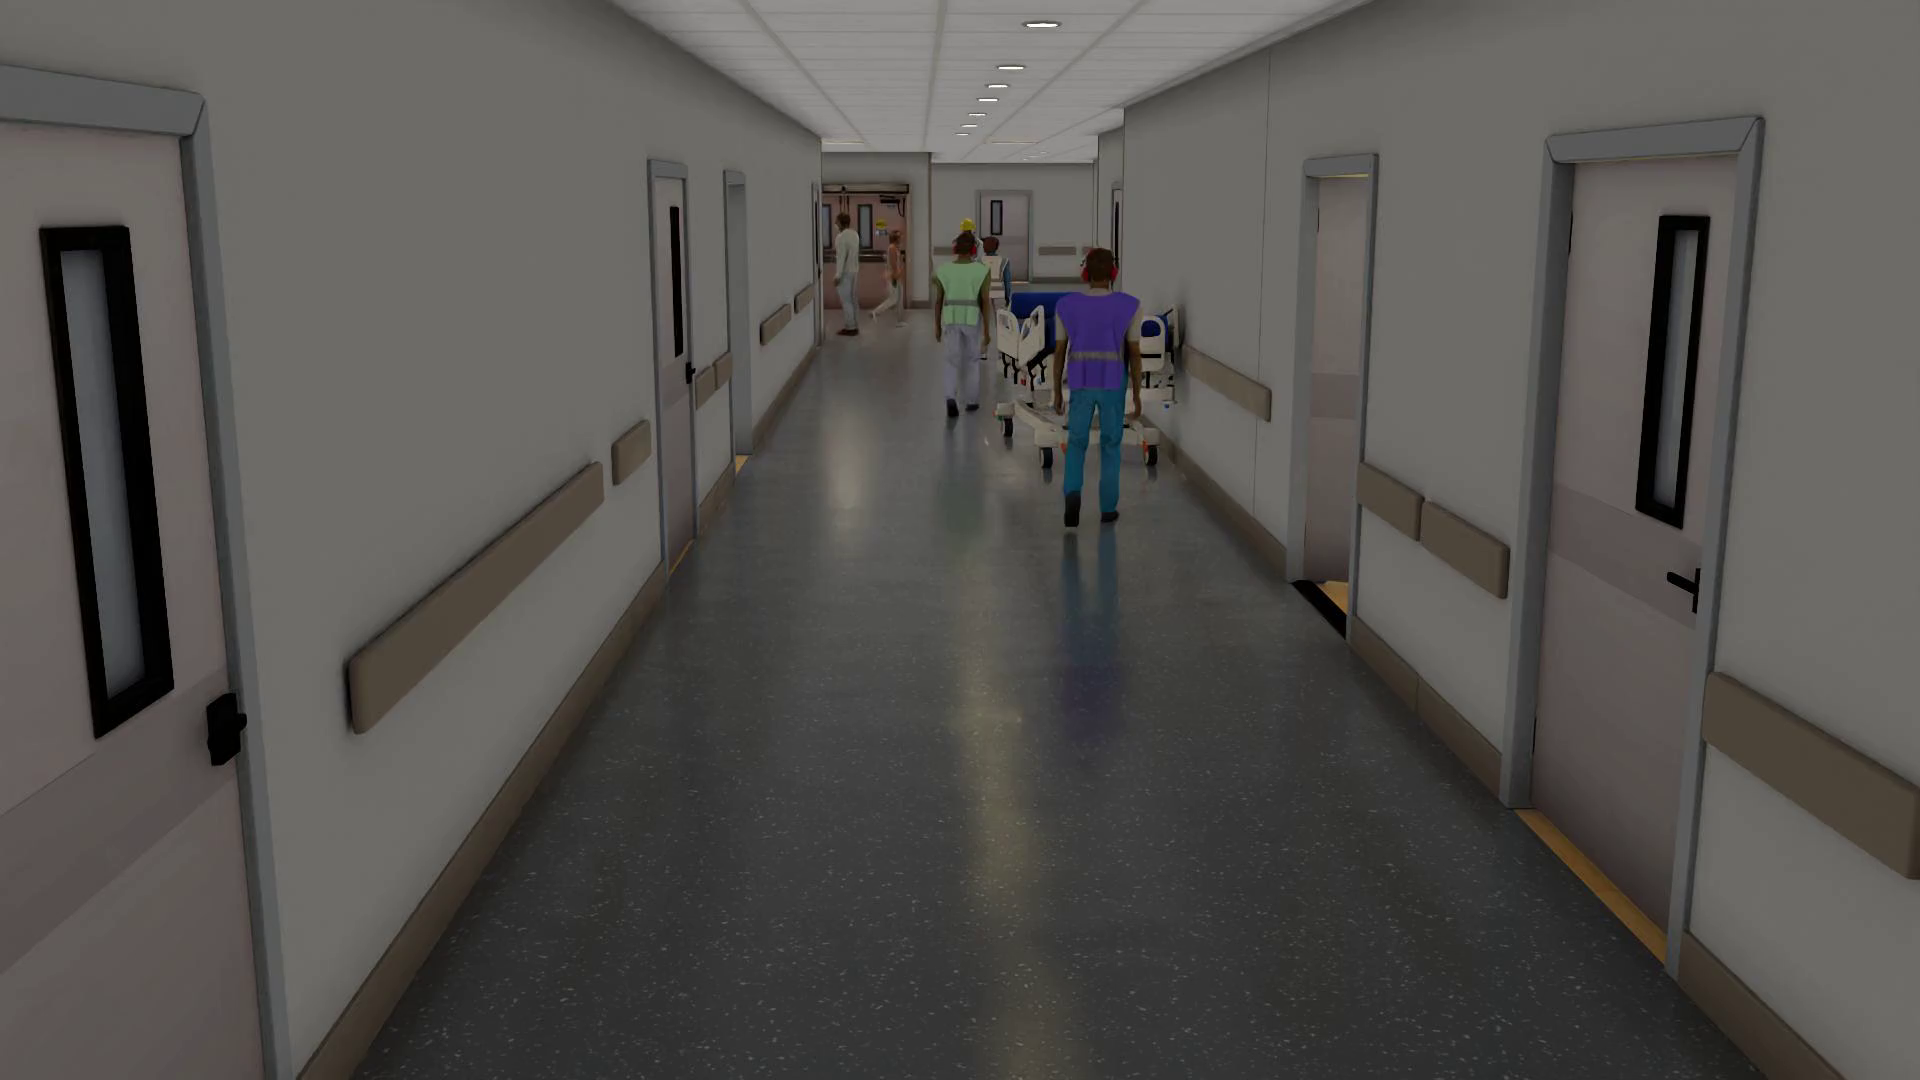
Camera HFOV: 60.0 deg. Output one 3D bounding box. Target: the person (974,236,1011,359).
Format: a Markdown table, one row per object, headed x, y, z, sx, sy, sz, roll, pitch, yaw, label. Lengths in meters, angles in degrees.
| x | y | z | sx | sy | sz | roll | pitch | yaw | label |
| --- | --- | --- | --- | --- | --- | --- | --- | --- | --- |
| 0.419 | -3.226 | 22.206 | 0.518 | 1.636 | 0.312 | -1 | 12 | -5 | person |

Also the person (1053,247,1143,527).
| x | y | z | sx | sy | sz | roll | pitch | yaw | label |
| --- | --- | --- | --- | --- | --- | --- | --- | --- | --- |
| 0.894 | -0.980 | 10.797 | 0.586 | 1.827 | 0.734 | 2 | 12 | 11 | person |

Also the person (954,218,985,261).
| x | y | z | sx | sy | sz | roll | pitch | yaw | label |
| --- | --- | --- | --- | --- | --- | --- | --- | --- | --- |
| 0.125 | -4.134 | 26.181 | 0.591 | 1.824 | 0.403 | 10 | 15 | 40 | person |

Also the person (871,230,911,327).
| x | y | z | sx | sy | sz | roll | pitch | yaw | label |
| --- | --- | --- | --- | --- | --- | --- | --- | --- | --- |
| -1.146 | -4.347 | 27.697 | 0.588 | 1.620 | 0.523 | 2 | 12 | 9 | person |

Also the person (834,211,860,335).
| x | y | z | sx | sy | sz | roll | pitch | yaw | label |
| --- | --- | --- | --- | --- | --- | --- | --- | --- | --- |
| -1.783 | -4.190 | 26.178 | 0.367 | 1.937 | 0.640 | 4 | 12 | 21 | person |

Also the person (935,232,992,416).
| x | y | z | sx | sy | sz | roll | pitch | yaw | label |
| --- | --- | --- | --- | --- | --- | --- | --- | --- | --- |
| 0.022 | -2.142 | 16.517 | 0.580 | 1.805 | 0.920 | 2 | 12 | 9 | person |
